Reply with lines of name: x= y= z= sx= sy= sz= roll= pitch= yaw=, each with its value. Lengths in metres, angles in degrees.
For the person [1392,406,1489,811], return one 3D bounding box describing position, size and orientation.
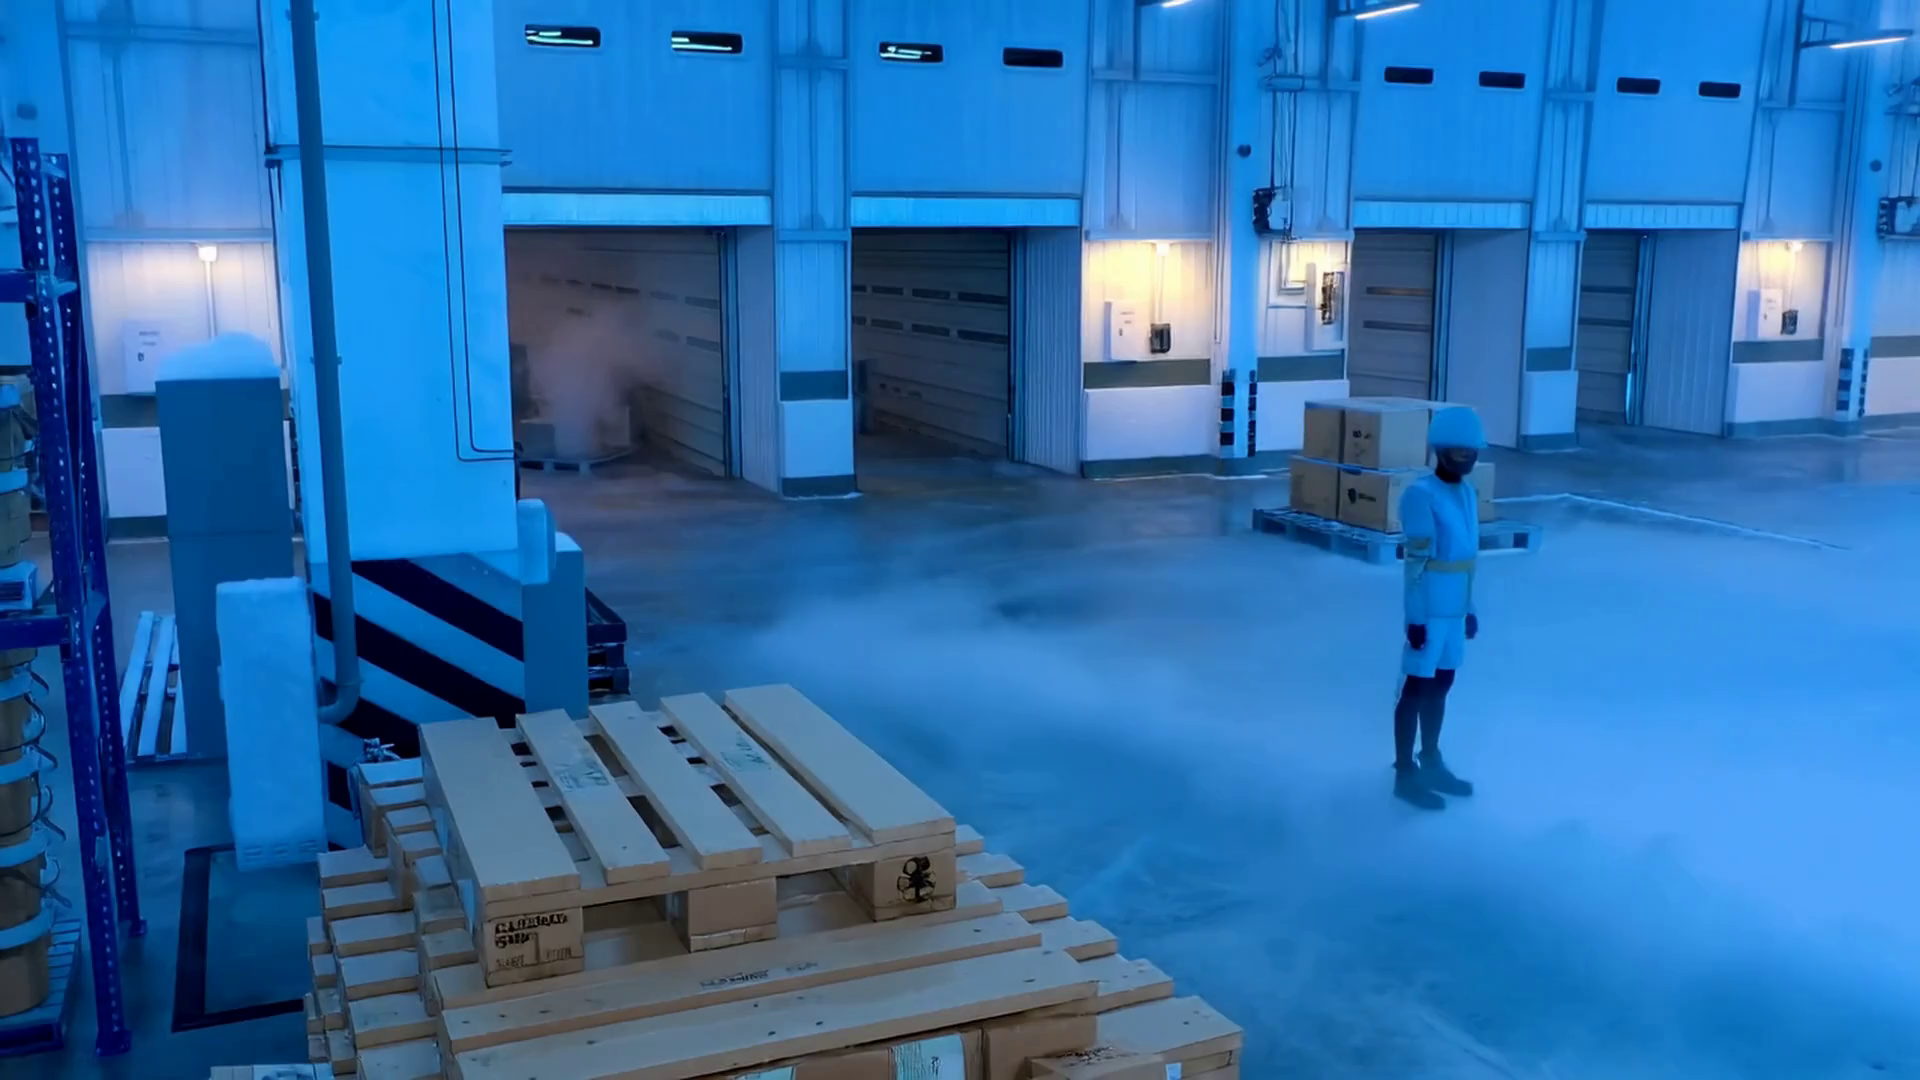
person: x=2.329 y=0.320 z=8.017 sx=0.542 sy=1.939 sz=0.363 roll=-10 pitch=14 yaw=-43
